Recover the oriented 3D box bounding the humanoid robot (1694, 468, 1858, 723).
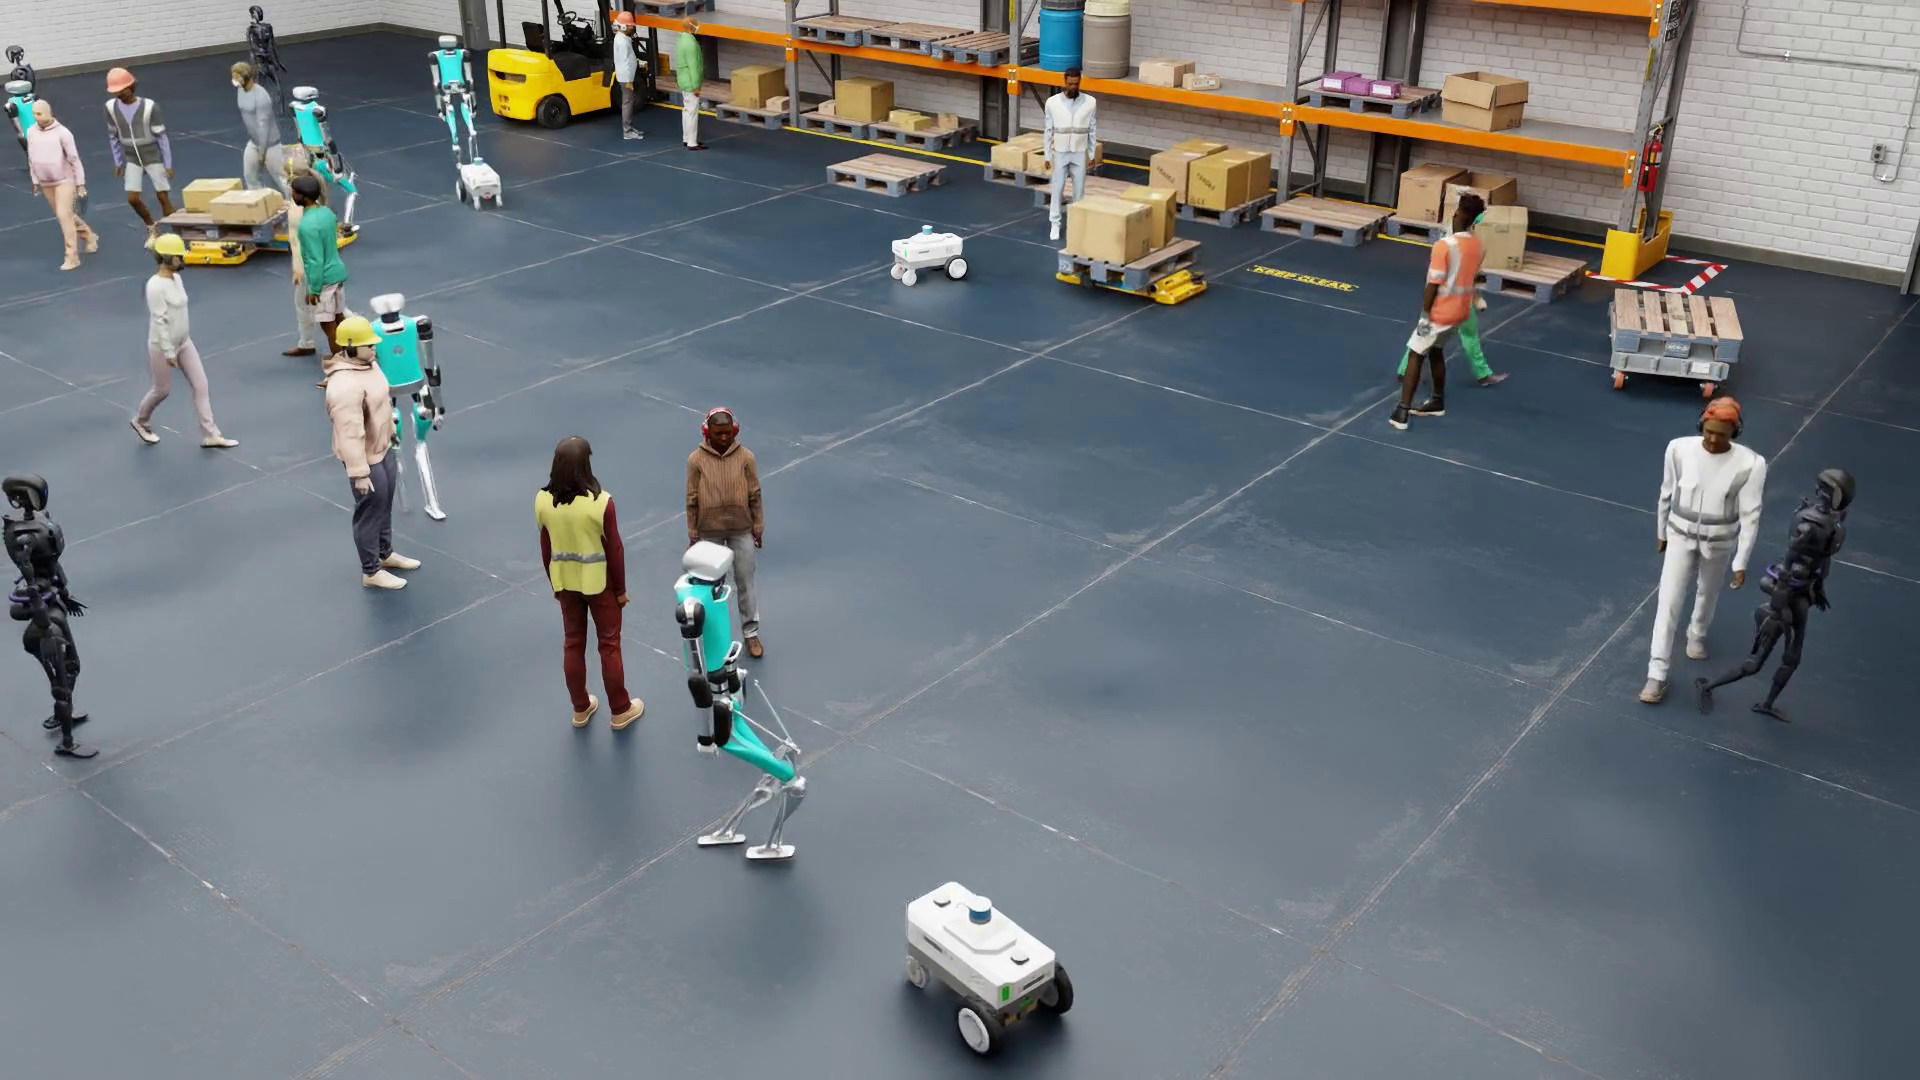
[{"bbox_3d":[4.640,0.281,9.414,0.613,1.625,0.585,-21,33,-36],"label":"humanoid robot"}]

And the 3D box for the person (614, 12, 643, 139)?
[{"bbox_3d":[-4.670,-6.542,23.426,0.350,1.740,0.573,-5,26,-11],"label":"person"}]

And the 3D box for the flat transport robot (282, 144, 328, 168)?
[{"bbox_3d":[-8.720,-5.002,21.929,0.659,0.231,1.431,-12,28,-23],"label":"flat transport robot"}]

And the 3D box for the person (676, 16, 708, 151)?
[{"bbox_3d":[-3.679,-6.246,22.780,0.388,1.777,0.543,-10,27,-19],"label":"person"}]

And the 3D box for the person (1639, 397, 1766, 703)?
[{"bbox_3d":[4.382,-0.007,9.799,0.589,1.836,1.020,16,30,30],"label":"person"}]

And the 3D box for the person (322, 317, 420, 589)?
[{"bbox_3d":[-3.901,-0.574,10.939,0.436,1.859,0.787,-1,26,-3],"label":"person"}]

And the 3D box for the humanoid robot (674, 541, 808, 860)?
[{"bbox_3d":[-0.980,0.847,8.124,0.764,1.781,0.530,2,26,5],"label":"humanoid robot"}]

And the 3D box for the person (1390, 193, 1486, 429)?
[{"bbox_3d":[3.903,-1.856,13.532,0.718,1.908,0.434,-21,33,-37],"label":"person"}]

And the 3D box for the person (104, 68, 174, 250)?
[{"bbox_3d":[-8.882,-4.114,18.082,0.644,2.017,0.483,-1,26,-2],"label":"person"}]

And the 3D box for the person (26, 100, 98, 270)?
[{"bbox_3d":[-9.637,-3.851,17.854,0.541,1.752,0.835,4,26,9],"label":"person"}]

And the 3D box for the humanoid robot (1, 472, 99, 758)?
[{"bbox_3d":[-5.036,0.395,9.128,0.382,1.640,0.590,-8,27,-16],"label":"humanoid robot"}]

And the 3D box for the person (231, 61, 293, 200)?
[{"bbox_3d":[-8.036,-4.463,18.931,0.651,1.902,0.870,21,33,37],"label":"person"}]

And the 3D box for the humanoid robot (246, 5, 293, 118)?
[{"bbox_3d":[-10.365,-7.094,24.676,0.698,1.633,0.584,9,27,19],"label":"humanoid robot"}]

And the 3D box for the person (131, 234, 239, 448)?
[{"bbox_3d":[-6.261,-1.555,13.121,0.838,1.710,0.556,3,26,7],"label":"person"}]

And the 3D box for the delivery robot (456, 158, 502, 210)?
[{"bbox_3d":[-5.838,-4.352,20.261,0.499,0.600,0.802,-12,28,-24],"label":"delivery robot"}]

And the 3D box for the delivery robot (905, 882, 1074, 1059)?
[{"bbox_3d":[0.102,1.873,7.386,0.499,0.614,0.818,-21,33,-36],"label":"delivery robot"}]

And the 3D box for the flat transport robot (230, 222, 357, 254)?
[{"bbox_3d":[-7.564,-3.381,18.573,1.431,0.231,0.659,4,26,8],"label":"flat transport robot"}]

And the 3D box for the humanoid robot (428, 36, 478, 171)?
[{"bbox_3d":[-6.421,-5.523,21.373,0.530,1.773,1.006,-12,28,-23],"label":"humanoid robot"}]

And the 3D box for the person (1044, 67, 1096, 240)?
[{"bbox_3d":[1.230,-4.346,18.685,0.599,1.911,0.388,-3,26,-7],"label":"person"}]

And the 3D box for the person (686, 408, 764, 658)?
[{"bbox_3d":[-1.417,-0.047,10.084,0.462,1.648,0.327,-5,26,-10],"label":"person"}]

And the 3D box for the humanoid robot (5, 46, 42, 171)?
[{"bbox_3d":[-11.968,-5.489,21.336,0.632,1.641,0.610,-13,29,-25],"label":"humanoid robot"}]

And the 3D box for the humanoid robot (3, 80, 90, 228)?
[{"bbox_3d":[-10.124,-4.224,18.704,0.783,1.837,0.559,2,26,4],"label":"humanoid robot"}]

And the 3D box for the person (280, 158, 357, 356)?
[{"bbox_3d":[-5.772,-2.522,14.991,0.893,1.843,0.559,-4,26,-7],"label":"person"}]

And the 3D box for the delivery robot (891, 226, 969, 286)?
[{"bbox_3d":[-0.323,-2.989,17.449,0.813,0.609,0.499,-13,29,-25],"label":"delivery robot"}]

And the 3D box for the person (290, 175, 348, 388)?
[{"bbox_3d":[-5.485,-2.236,14.385,0.388,1.849,0.506,1,26,1],"label":"person"}]

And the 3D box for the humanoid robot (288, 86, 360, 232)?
[{"bbox_3d":[-6.972,-4.231,18.652,0.598,1.774,0.871,15,30,28],"label":"humanoid robot"}]

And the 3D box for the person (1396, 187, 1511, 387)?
[{"bbox_3d":[4.299,-2.146,14.273,0.970,1.793,0.495,10,27,20],"label":"person"}]

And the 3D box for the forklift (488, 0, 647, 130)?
[{"bbox_3d":[-5.874,-7.334,24.552,1.214,2.155,2.313,19,32,34],"label":"forklift"}]

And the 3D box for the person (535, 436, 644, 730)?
[{"bbox_3d":[-2.089,0.262,9.305,0.466,1.768,0.378,5,26,10],"label":"person"}]

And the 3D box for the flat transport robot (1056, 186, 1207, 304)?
[{"bbox_3d":[1.763,-2.724,17.211,1.431,0.231,0.659,18,31,33],"label":"flat transport robot"}]

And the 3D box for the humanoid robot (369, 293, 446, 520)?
[{"bbox_3d":[-3.999,-0.935,11.883,0.545,1.844,0.785,-14,29,-26],"label":"humanoid robot"}]

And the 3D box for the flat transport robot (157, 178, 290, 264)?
[{"bbox_3d":[-8.052,-3.354,18.516,0.659,0.231,1.431,2,26,4],"label":"flat transport robot"}]
